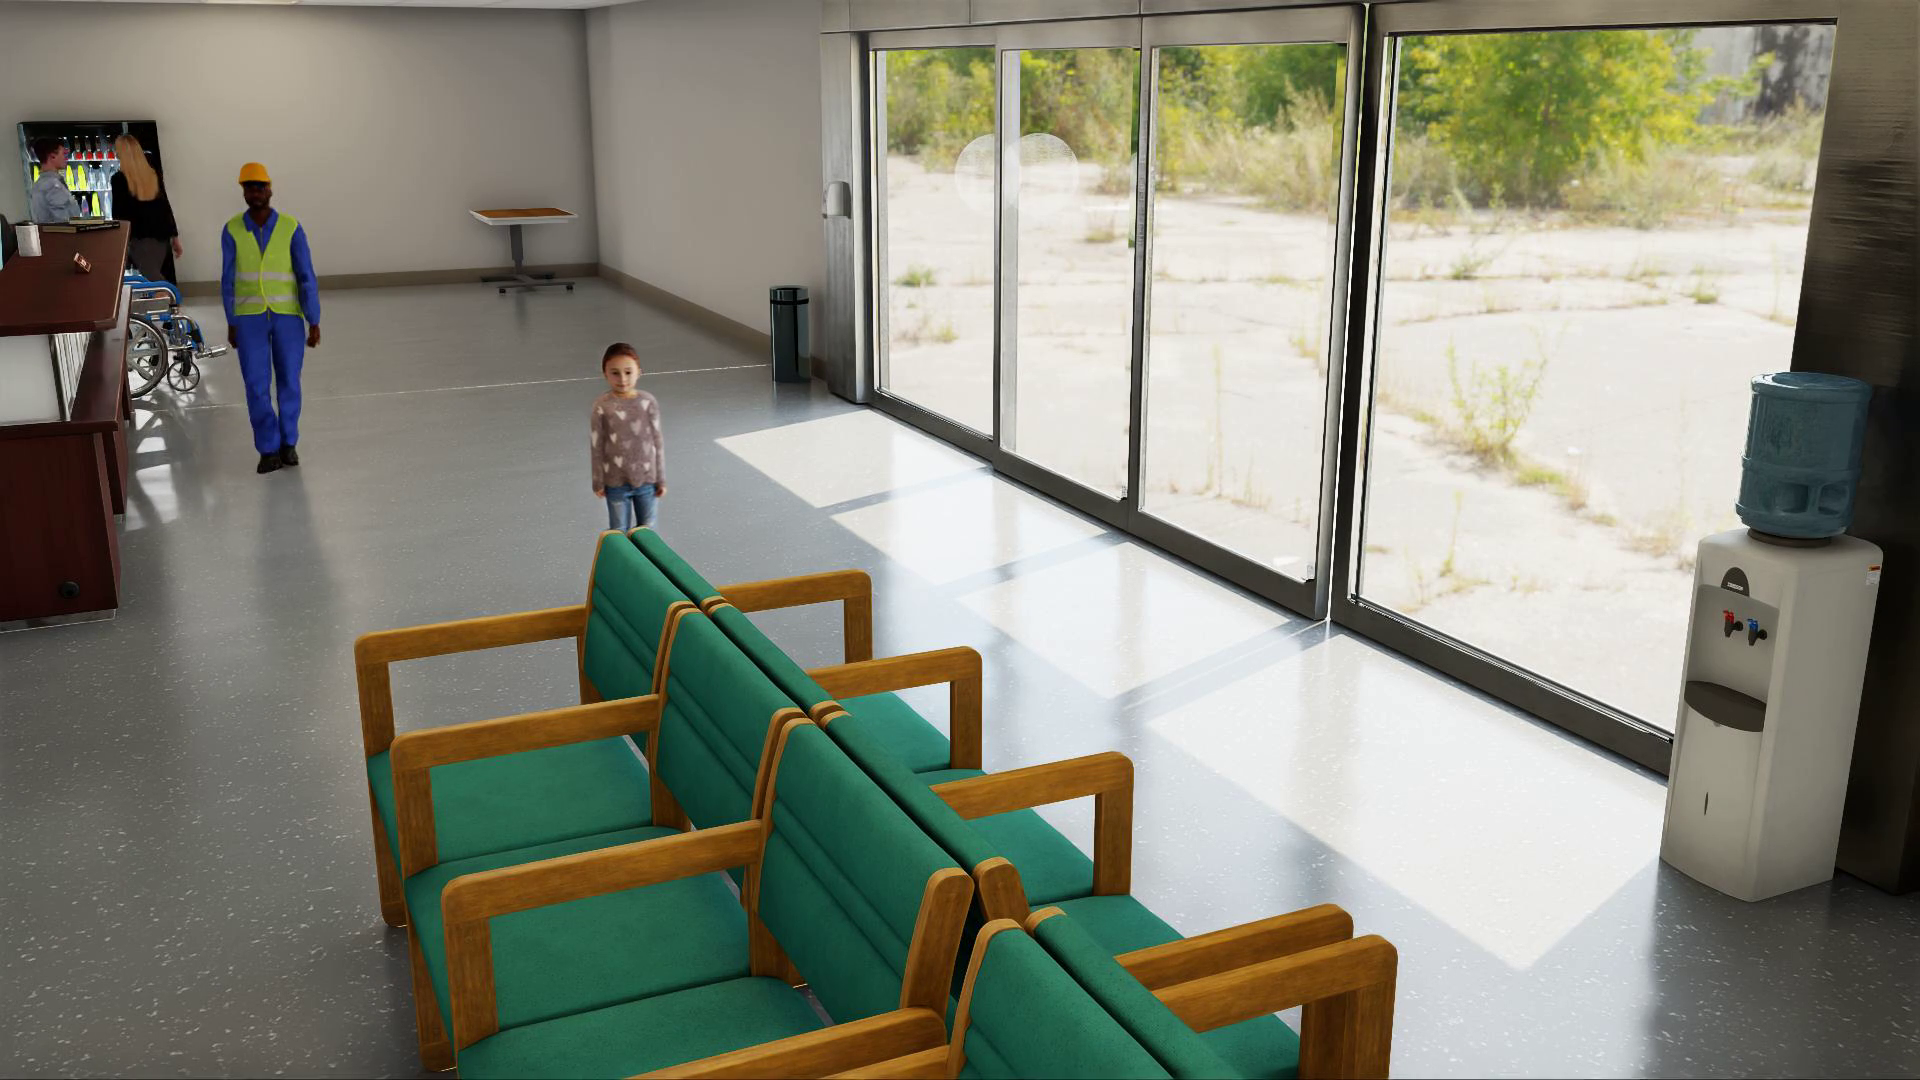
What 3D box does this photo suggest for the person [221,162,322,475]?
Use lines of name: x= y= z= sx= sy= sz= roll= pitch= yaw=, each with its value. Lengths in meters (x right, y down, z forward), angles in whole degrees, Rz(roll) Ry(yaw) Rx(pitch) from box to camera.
person: x=-4.101 y=-1.324 z=9.912 sx=0.862 sy=1.797 sz=0.779 roll=-6 pitch=17 yaw=-20

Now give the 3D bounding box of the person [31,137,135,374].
person: x=-6.920 y=-2.117 z=12.675 sx=1.162 sy=1.824 sz=0.840 roll=-13 pitch=20 yaw=-38

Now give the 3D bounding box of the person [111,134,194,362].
person: x=-6.461 y=-2.296 z=13.377 sx=1.136 sy=1.789 sz=1.153 roll=9 pitch=18 yaw=28

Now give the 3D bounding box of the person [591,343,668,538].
person: x=-1.449 y=-0.285 z=7.339 sx=0.455 sy=1.195 sz=0.569 roll=-4 pitch=16 yaw=-12
